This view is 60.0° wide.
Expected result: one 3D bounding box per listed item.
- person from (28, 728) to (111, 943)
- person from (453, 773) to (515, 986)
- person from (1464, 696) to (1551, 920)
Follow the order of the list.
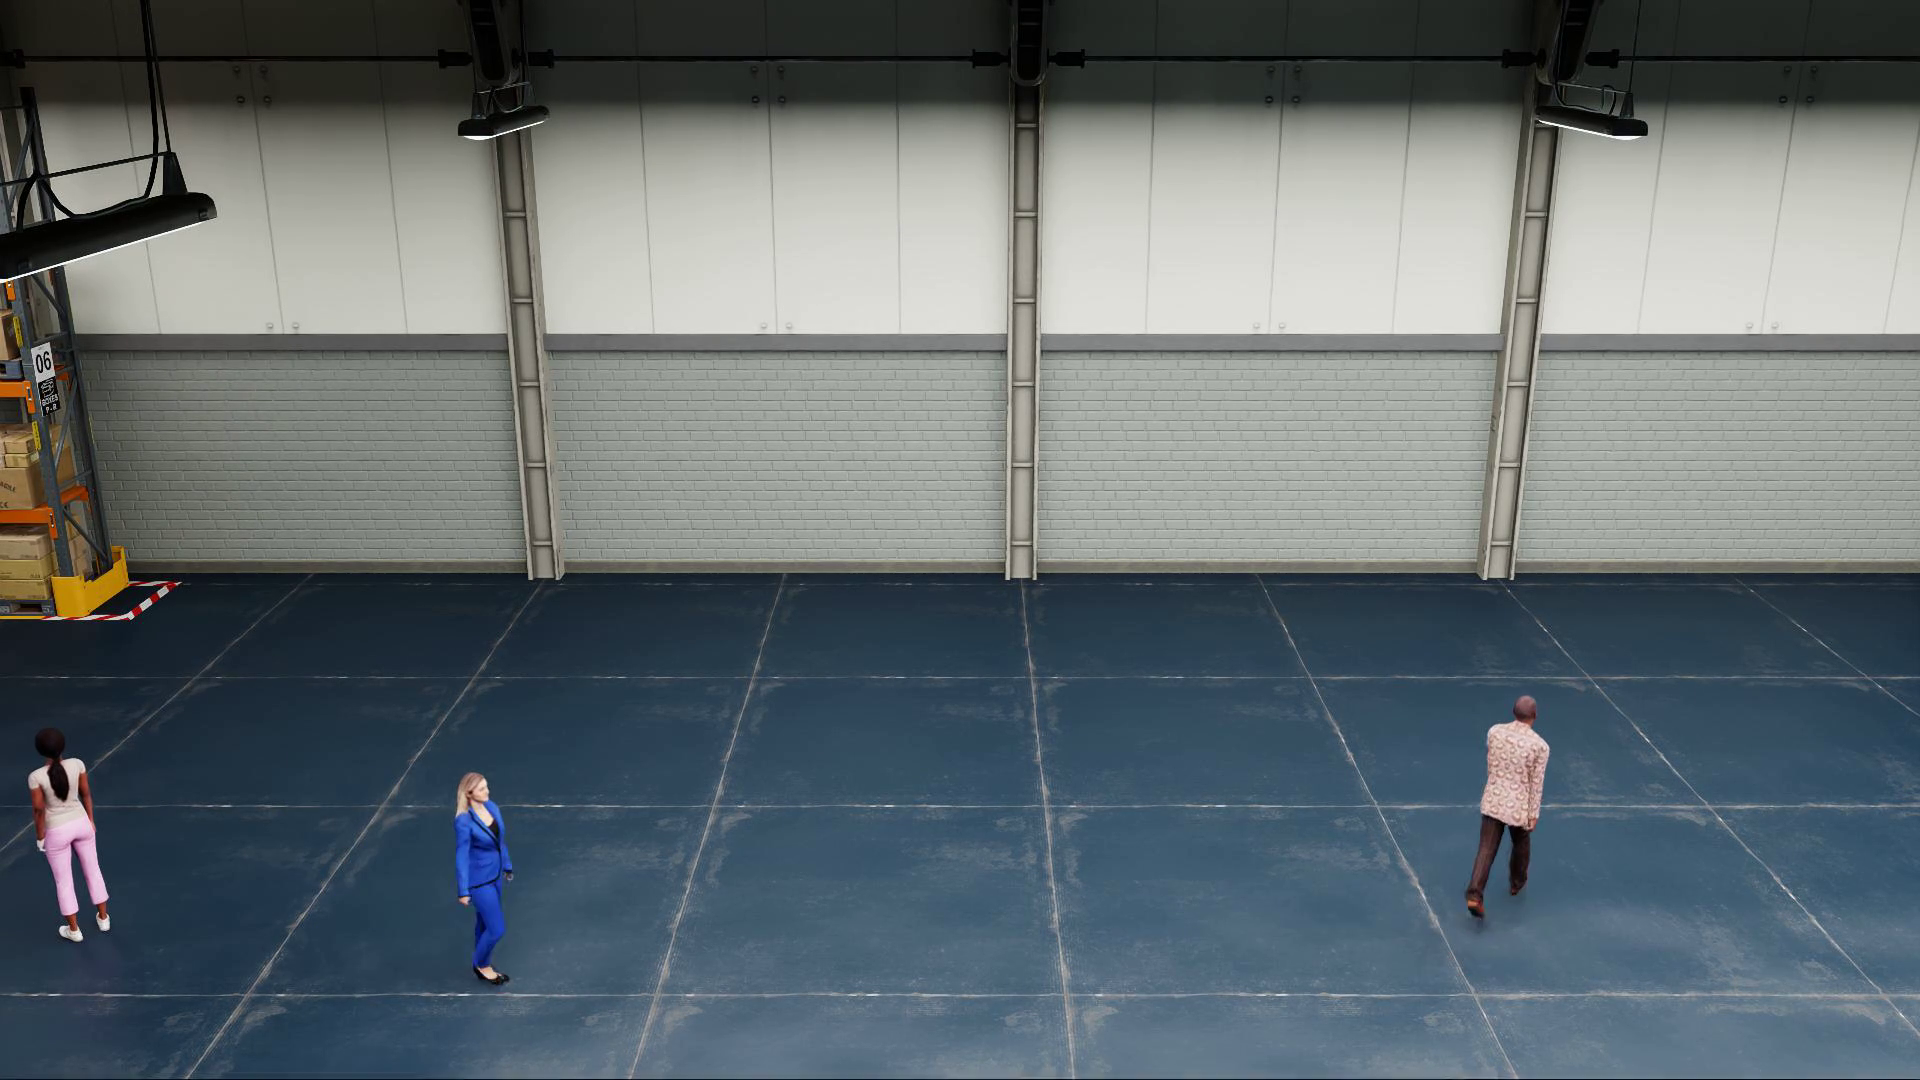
[{"bbox_3d":[-6.832,2.237,12.734,0.704,1.744,0.652,16,24,40],"label":"person"},{"bbox_3d":[-3.556,2.469,12.104,0.634,1.692,0.692,4,18,12],"label":"person"},{"bbox_3d":[4.263,2.120,13.040,1.251,1.777,1.155,12,21,32],"label":"person"}]
